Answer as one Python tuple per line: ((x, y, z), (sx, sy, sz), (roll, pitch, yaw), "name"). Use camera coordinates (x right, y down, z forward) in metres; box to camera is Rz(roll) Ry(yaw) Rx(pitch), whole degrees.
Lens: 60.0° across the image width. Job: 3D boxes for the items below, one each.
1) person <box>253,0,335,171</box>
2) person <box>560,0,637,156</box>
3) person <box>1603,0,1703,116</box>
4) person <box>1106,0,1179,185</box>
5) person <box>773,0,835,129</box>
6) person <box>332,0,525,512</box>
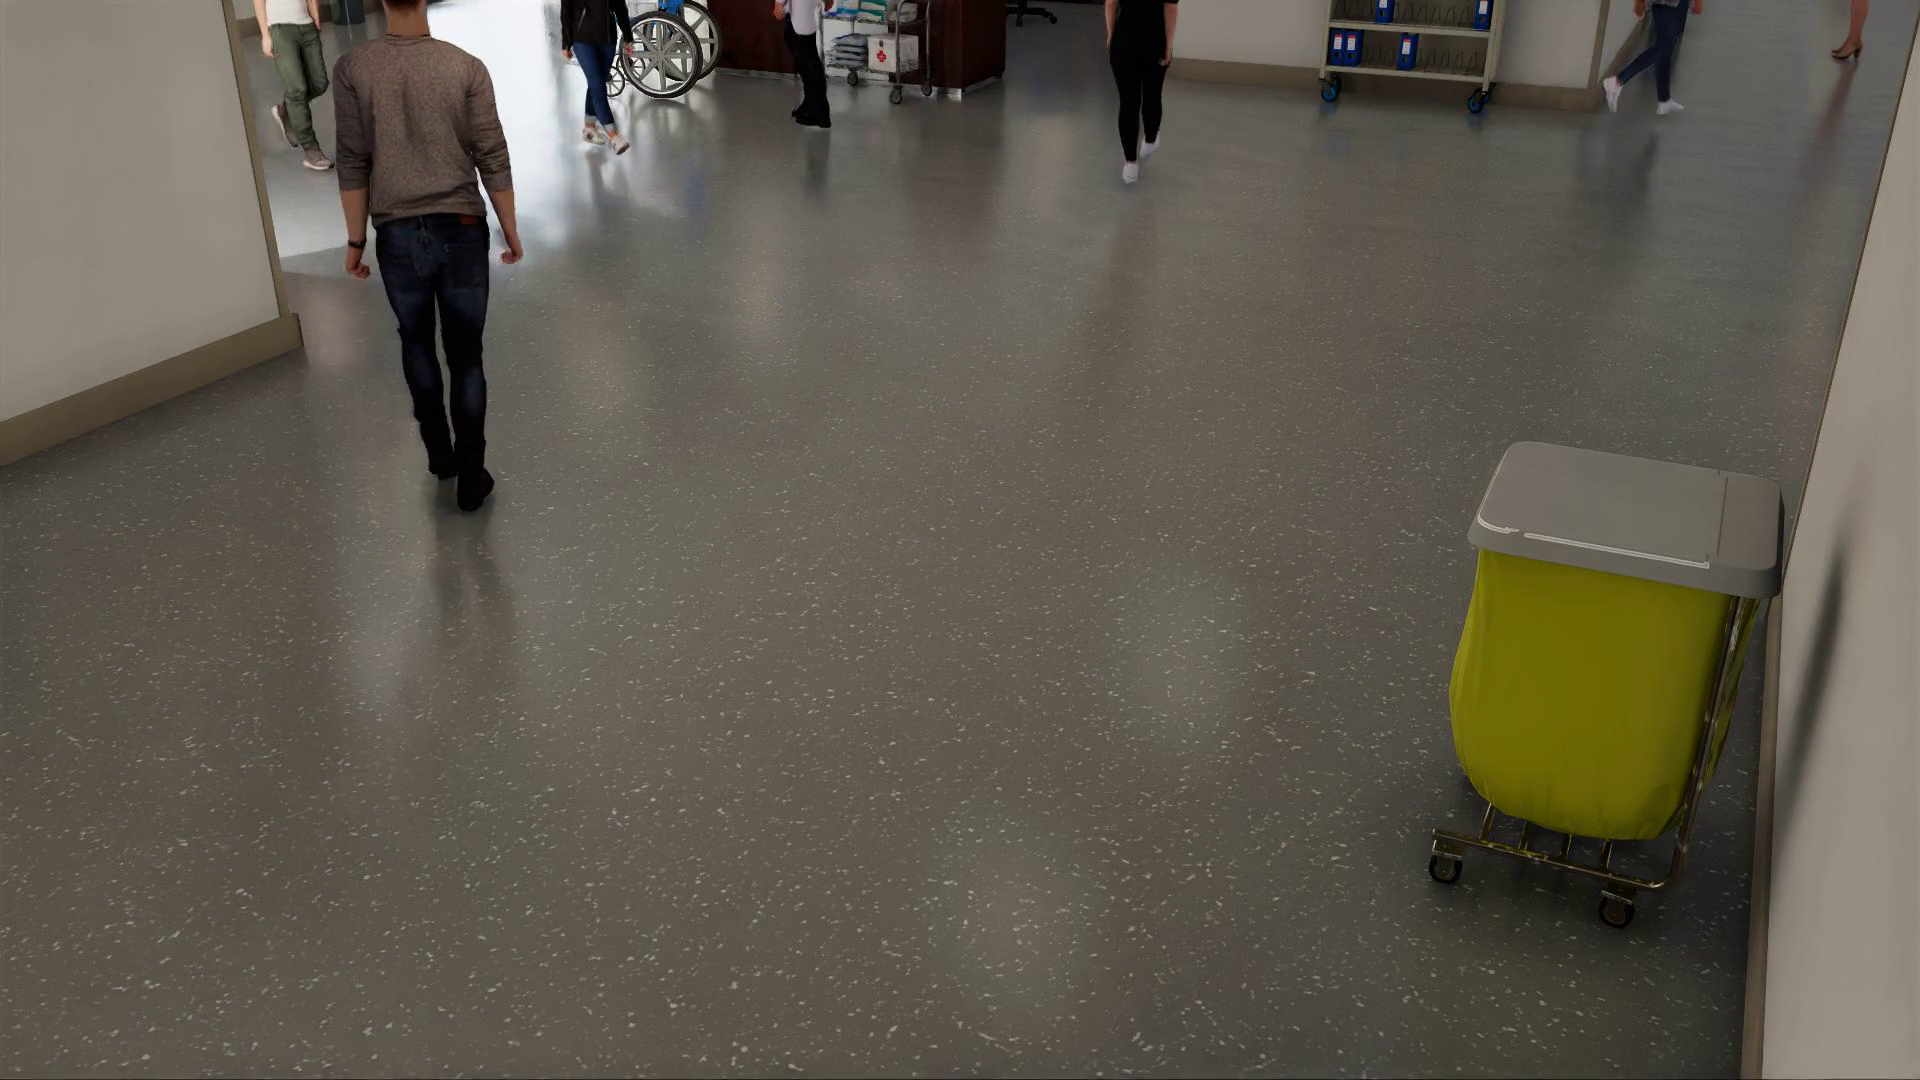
((-4.216, -3.158, 10.351), (0.955, 1.639, 0.706), (20, 32, 35), "person")
((-2.387, -3.230, 10.730), (0.839, 1.440, 1.038), (-20, 32, -35), "person")
((4.842, -3.771, 11.561), (1.107, 1.694, 1.108), (-11, 28, -22), "person")
((1.058, -2.930, 9.932), (1.093, 1.593, 0.867), (4, 26, 9), "person")
((-0.970, -3.702, 11.302), (0.622, 1.795, 0.655), (11, 28, 21), "person")
((-1.769, -0.978, 5.540), (0.824, 1.892, 0.918), (-4, 26, -8), "person")
